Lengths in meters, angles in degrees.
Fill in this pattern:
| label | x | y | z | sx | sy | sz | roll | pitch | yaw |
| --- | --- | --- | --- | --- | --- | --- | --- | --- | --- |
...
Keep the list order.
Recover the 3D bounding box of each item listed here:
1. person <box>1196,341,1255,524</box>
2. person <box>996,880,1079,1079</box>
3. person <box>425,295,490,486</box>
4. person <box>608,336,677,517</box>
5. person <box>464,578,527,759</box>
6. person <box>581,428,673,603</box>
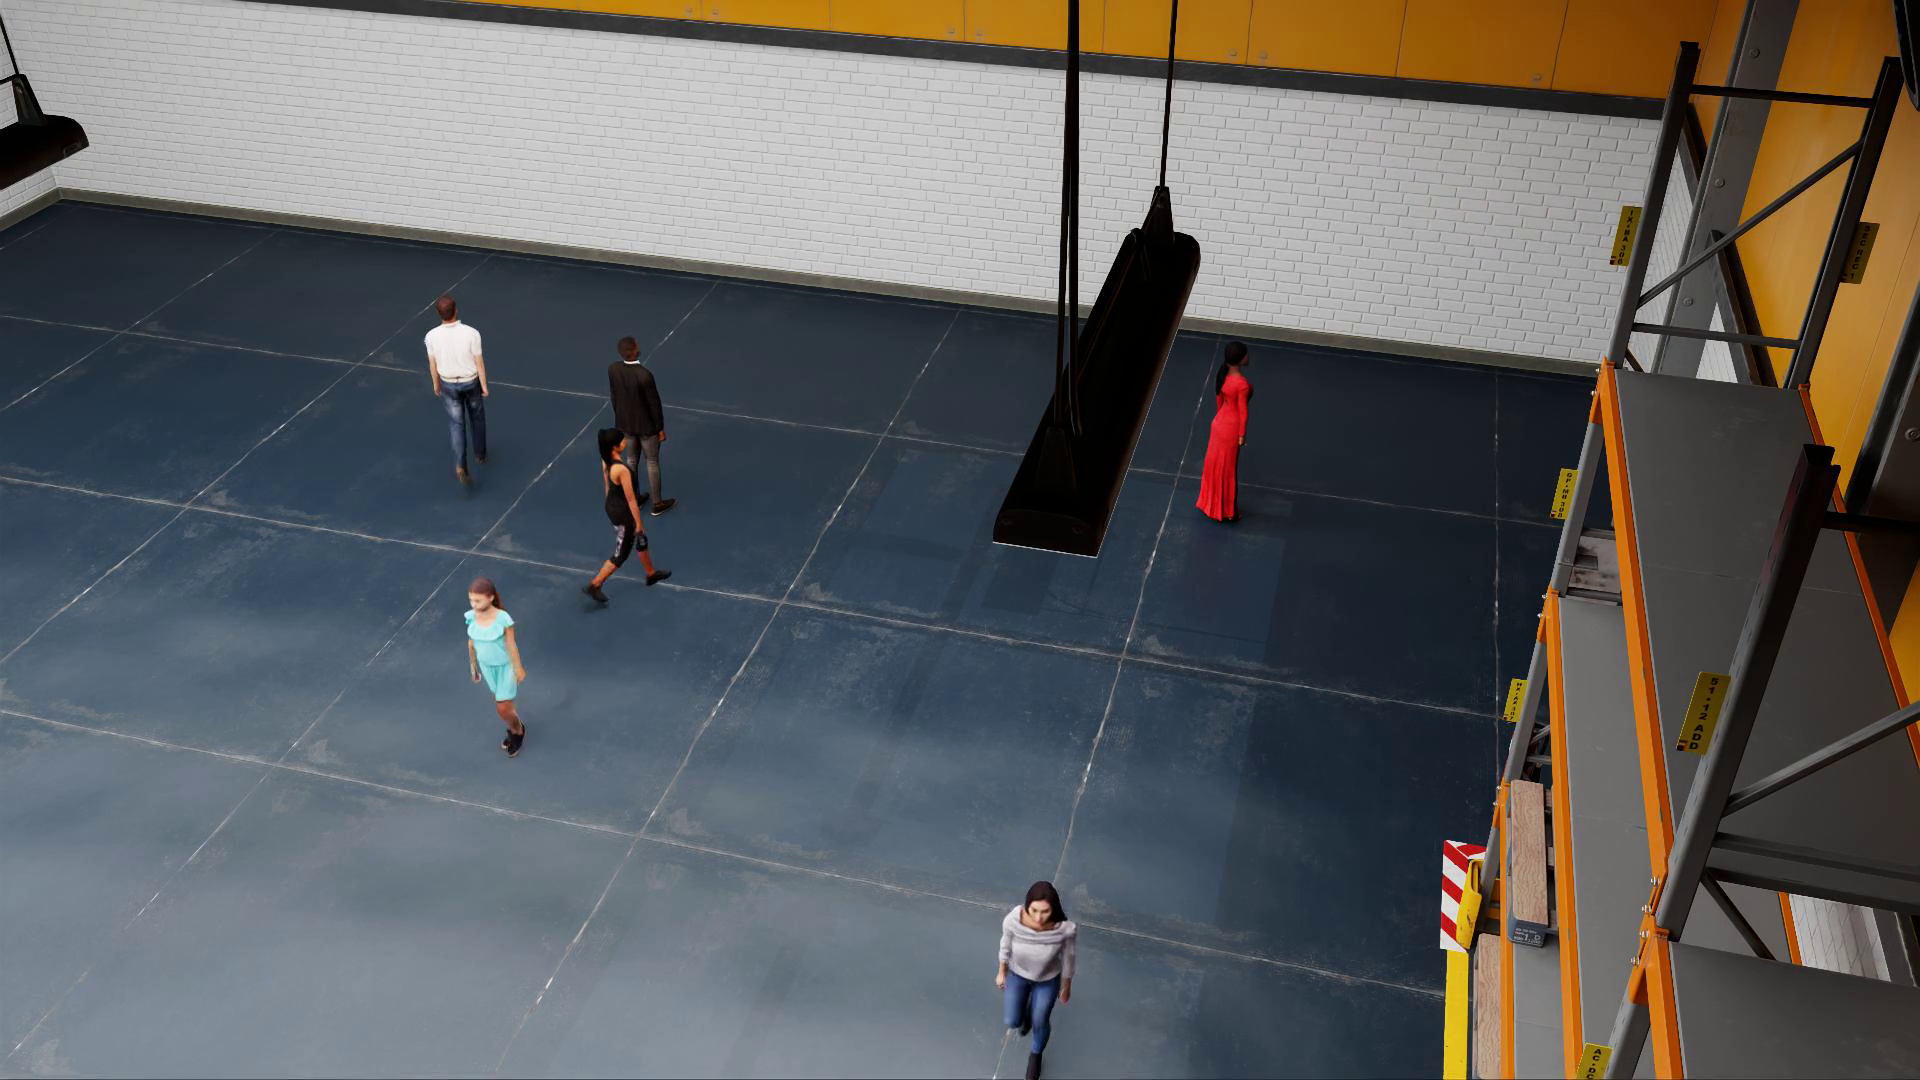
| label | x | y | z | sx | sy | sz | roll | pitch | yaw |
| --- | --- | --- | --- | --- | --- | --- | --- | --- | --- |
| person | 2.429 | -0.985 | 15.120 | 0.809 | 1.787 | 0.732 | -13 | 36 | -18 |
| person | 0.454 | 2.558 | 9.942 | 0.637 | 1.619 | 0.708 | 7 | 34 | 11 |
| person | -4.730 | -1.403 | 15.709 | 0.952 | 1.832 | 1.230 | -4 | 34 | -6 |
| person | -2.933 | -1.053 | 15.210 | 0.691 | 1.799 | 0.615 | 14 | 36 | 21 |
| person | -3.427 | 0.901 | 12.500 | 0.561 | 1.547 | 0.598 | 11 | 35 | 16 |
| person | -2.919 | -0.191 | 14.064 | 1.115 | 1.633 | 1.029 | -19 | 38 | -26 |
